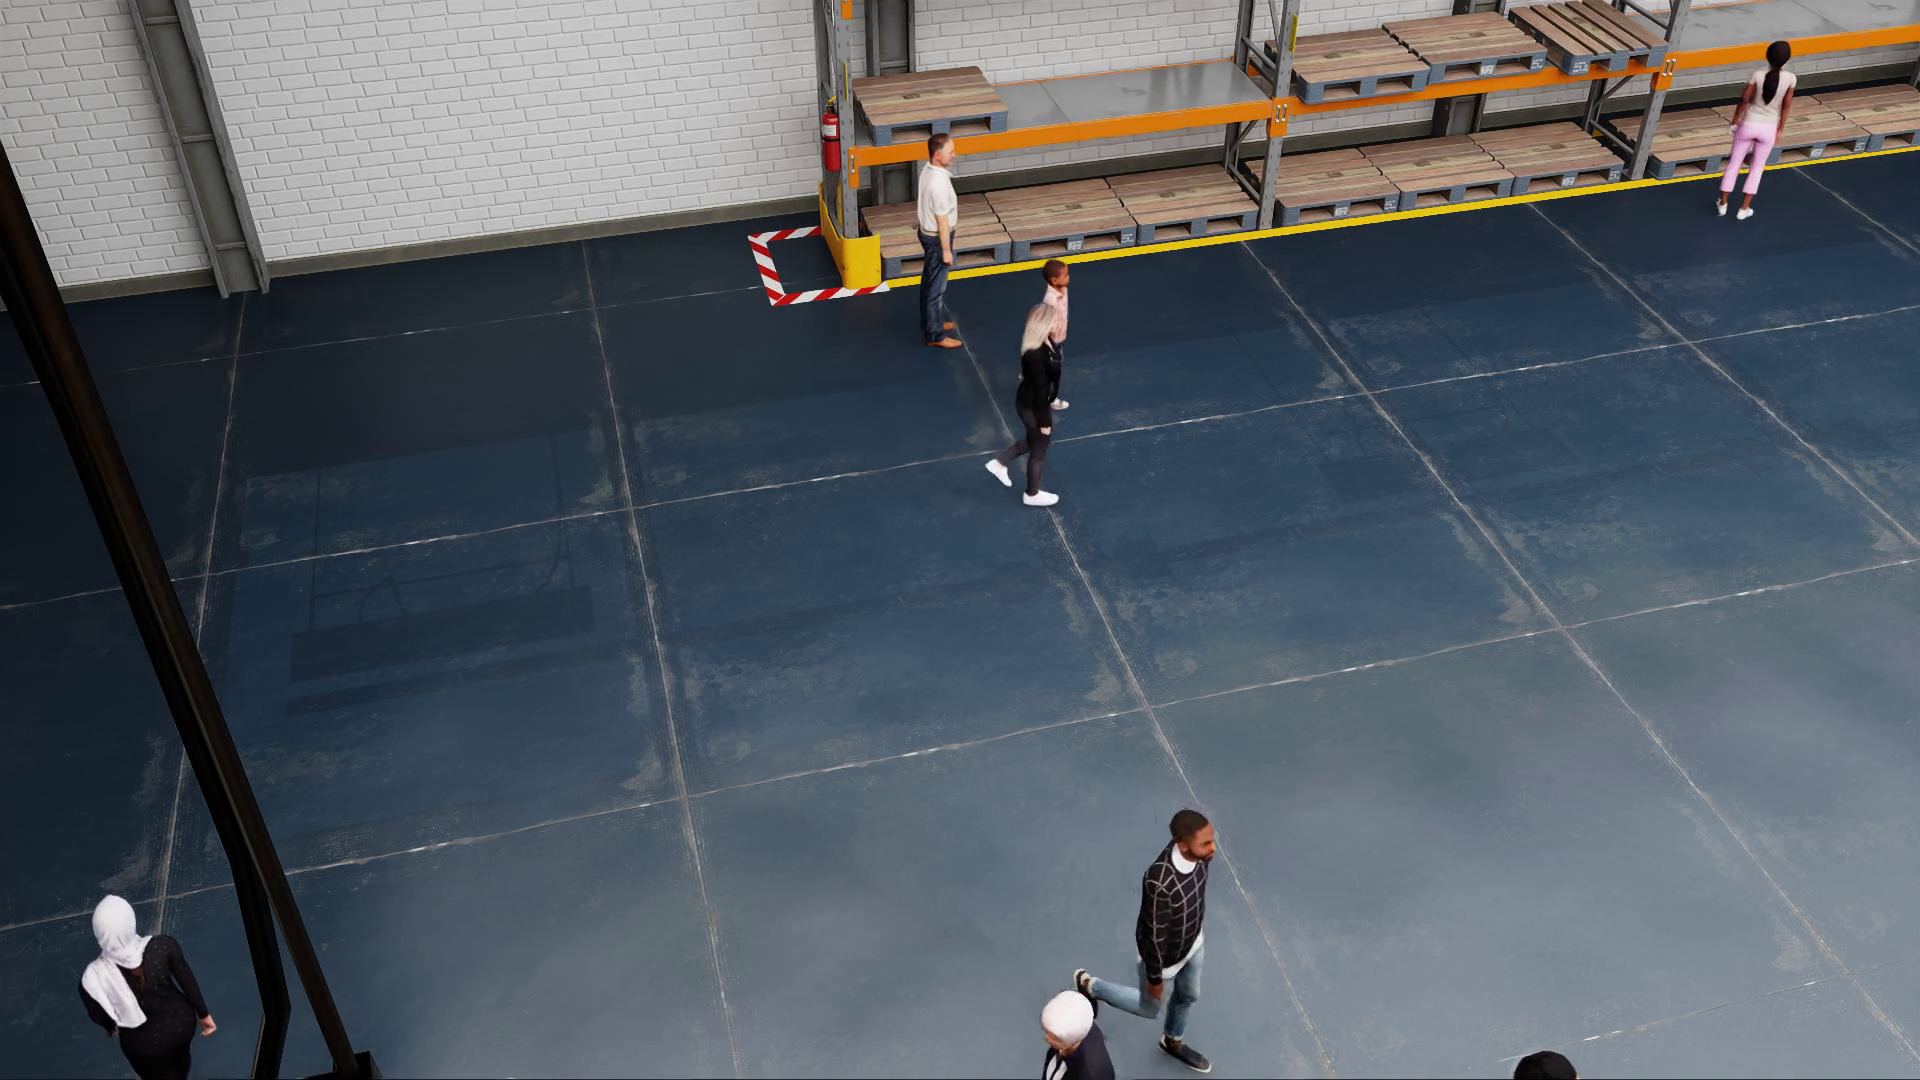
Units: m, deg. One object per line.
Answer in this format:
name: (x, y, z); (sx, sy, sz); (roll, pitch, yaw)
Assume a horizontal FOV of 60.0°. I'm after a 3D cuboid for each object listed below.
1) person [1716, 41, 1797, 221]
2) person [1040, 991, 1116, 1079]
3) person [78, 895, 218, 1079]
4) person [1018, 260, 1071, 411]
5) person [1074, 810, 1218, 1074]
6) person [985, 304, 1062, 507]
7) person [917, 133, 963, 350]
person: (7.417, -3.813, 15.496); (0.708, 1.738, 0.790); (17, 42, 21)
person: (0.657, 2.625, 7.383); (1.164, 1.726, 0.892); (-3, 39, -4)
person: (-3.652, 2.395, 7.731); (1.075, 1.727, 1.159); (29, 47, 32)
person: (0.648, -1.627, 13.111); (0.777, 1.298, 0.694); (11, 40, 13)
person: (0.949, 1.950, 8.230); (1.068, 1.798, 1.078); (28, 46, 30)
person: (0.439, -0.953, 11.971); (0.884, 1.667, 0.782); (4, 39, 5)
person: (-0.213, -2.486, 13.744); (0.618, 1.850, 0.688); (-4, 39, -5)
